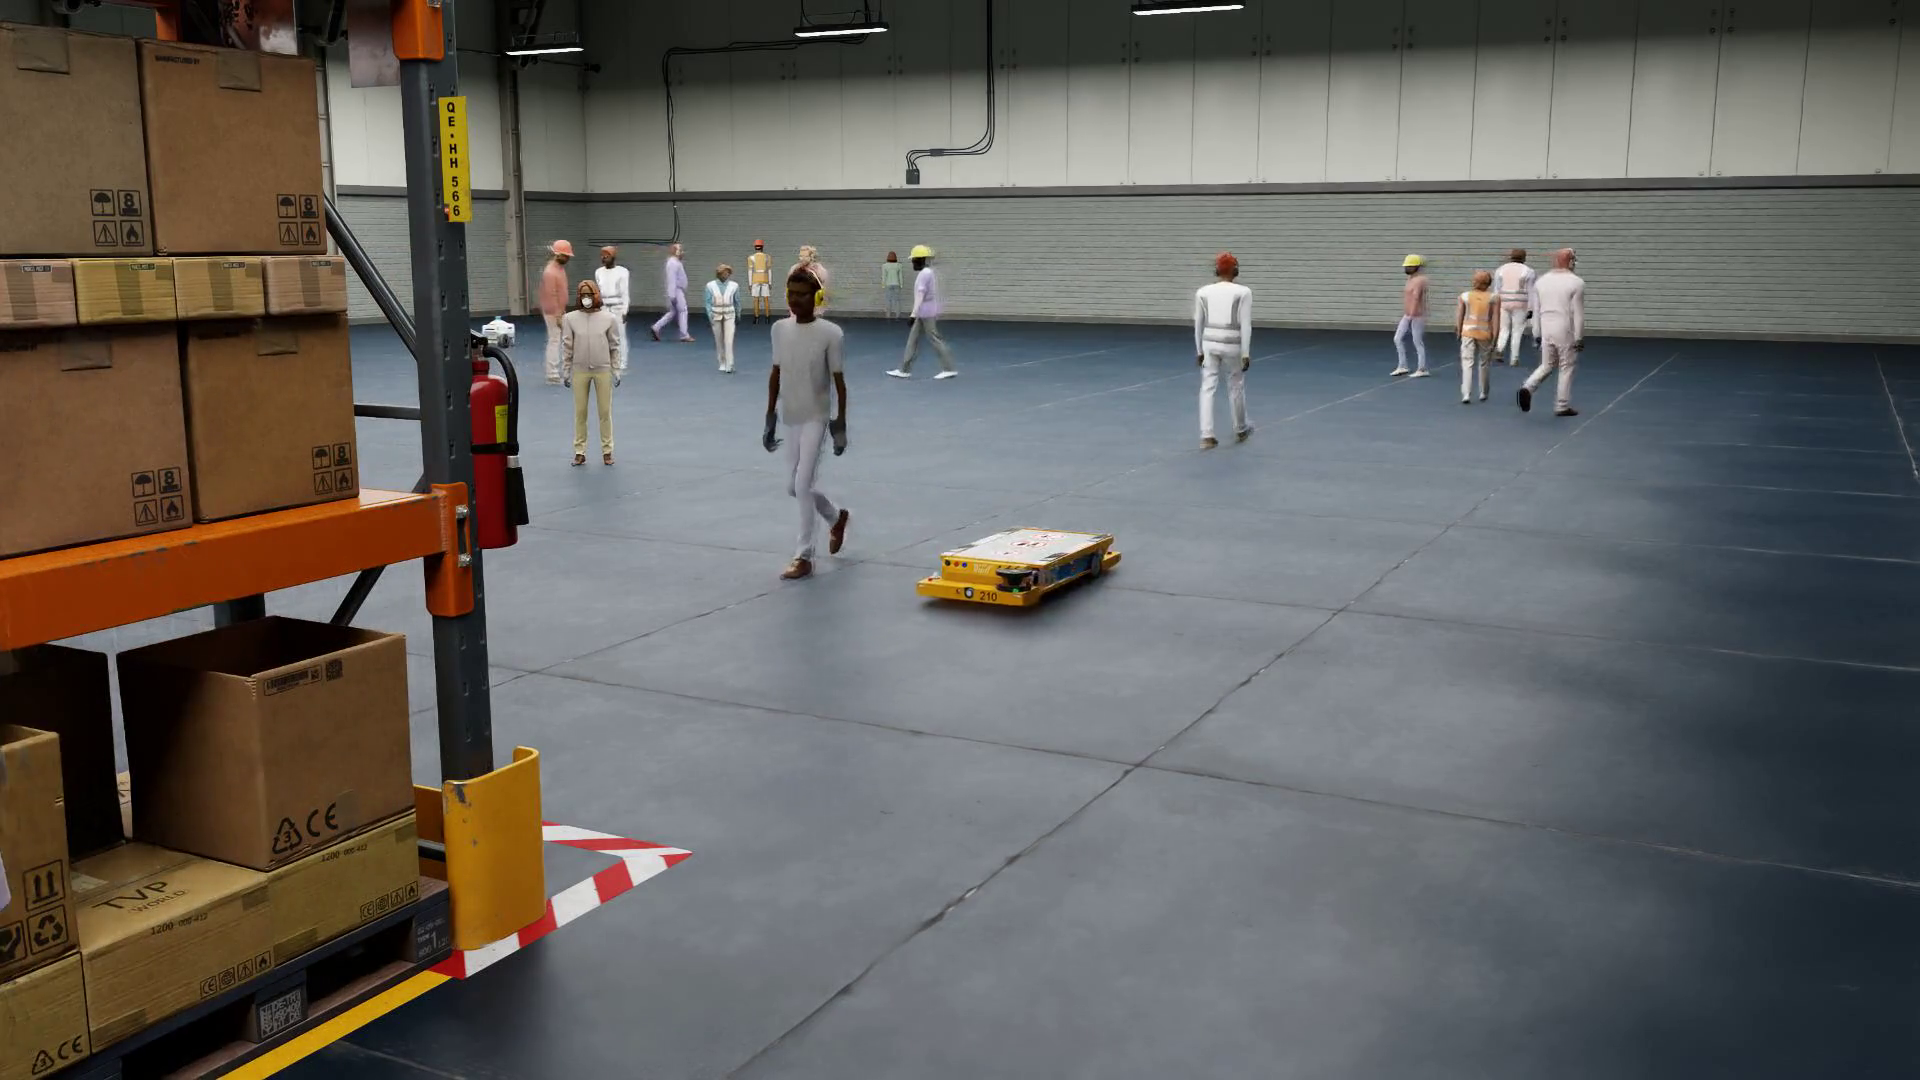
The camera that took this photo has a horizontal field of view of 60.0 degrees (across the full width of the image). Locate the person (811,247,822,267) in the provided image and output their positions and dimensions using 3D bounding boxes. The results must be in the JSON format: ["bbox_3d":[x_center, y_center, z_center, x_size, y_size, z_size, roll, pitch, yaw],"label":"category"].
[{"bbox_3d":[-3.141,-5.320,35.306,0.533,1.767,0.326,3,11,16],"label":"person"}]

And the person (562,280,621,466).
[{"bbox_3d":[-3.240,-1.464,14.639,0.507,1.632,0.265,-1,10,-8],"label":"person"}]

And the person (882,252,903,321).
[{"bbox_3d":[-1.603,-6.027,39.519,0.499,1.633,0.286,-1,10,-8],"label":"person"}]

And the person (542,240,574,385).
[{"bbox_3d":[-5.422,-3.064,22.464,0.500,1.958,0.647,1,10,4],"label":"person"}]

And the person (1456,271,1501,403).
[{"bbox_3d":[6.277,-2.459,20.183,0.517,1.594,0.877,4,11,20],"label":"person"}]

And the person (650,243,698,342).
[{"bbox_3d":[-5.465,-4.694,31.620,0.824,1.875,0.645,-2,11,-10],"label":"person"}]

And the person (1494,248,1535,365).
[{"bbox_3d":[8.626,-3.623,25.875,0.651,1.831,0.446,9,14,40],"label":"person"}]

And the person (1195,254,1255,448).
[{"bbox_3d":[2.569,-1.828,16.068,0.601,1.830,0.982,5,12,28],"label":"person"}]

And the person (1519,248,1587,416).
[{"bbox_3d":[6.654,-2.308,18.561,0.654,1.890,0.654,-6,12,-30],"label":"person"}]

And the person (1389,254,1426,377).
[{"bbox_3d":[6.406,-3.184,23.722,0.622,1.747,0.535,-1,10,-7],"label":"person"}]

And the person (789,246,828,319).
[{"bbox_3d":[-2.280,-3.346,24.287,0.654,1.853,0.981,4,11,20],"label":"person"}]

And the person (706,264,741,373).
[{"bbox_3d":[-3.505,-3.289,24.703,0.515,1.602,0.791,-1,10,-7],"label":"person"}]

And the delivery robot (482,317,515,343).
[{"bbox_3d":[-8.323,-3.787,29.993,0.477,0.478,0.707,2,11,10],"label":"delivery robot"}]

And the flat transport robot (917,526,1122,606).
[{"bbox_3d":[0.374,0.130,9.663,0.652,0.197,1.431,5,12,27],"label":"flat transport robot"}]

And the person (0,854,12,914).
[{"bbox_3d":[-1.720,0.616,2.556,0.620,1.901,0.456,6,12,29],"label":"person"}]

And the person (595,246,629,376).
[{"bbox_3d":[-5.000,-3.254,23.763,0.598,1.854,0.790,3,11,18],"label":"person"}]

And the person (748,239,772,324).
[{"bbox_3d":[-4.563,-5.883,37.932,0.543,1.927,0.375,-3,11,-14],"label":"person"}]

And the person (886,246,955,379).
[{"bbox_3d":[-0.524,-3.202,23.462,0.984,1.878,0.607,-1,10,-4],"label":"person"}]

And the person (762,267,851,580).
[{"bbox_3d":[-0.892,-0.721,10.021,0.529,1.844,0.767,6,12,31],"label":"person"}]
